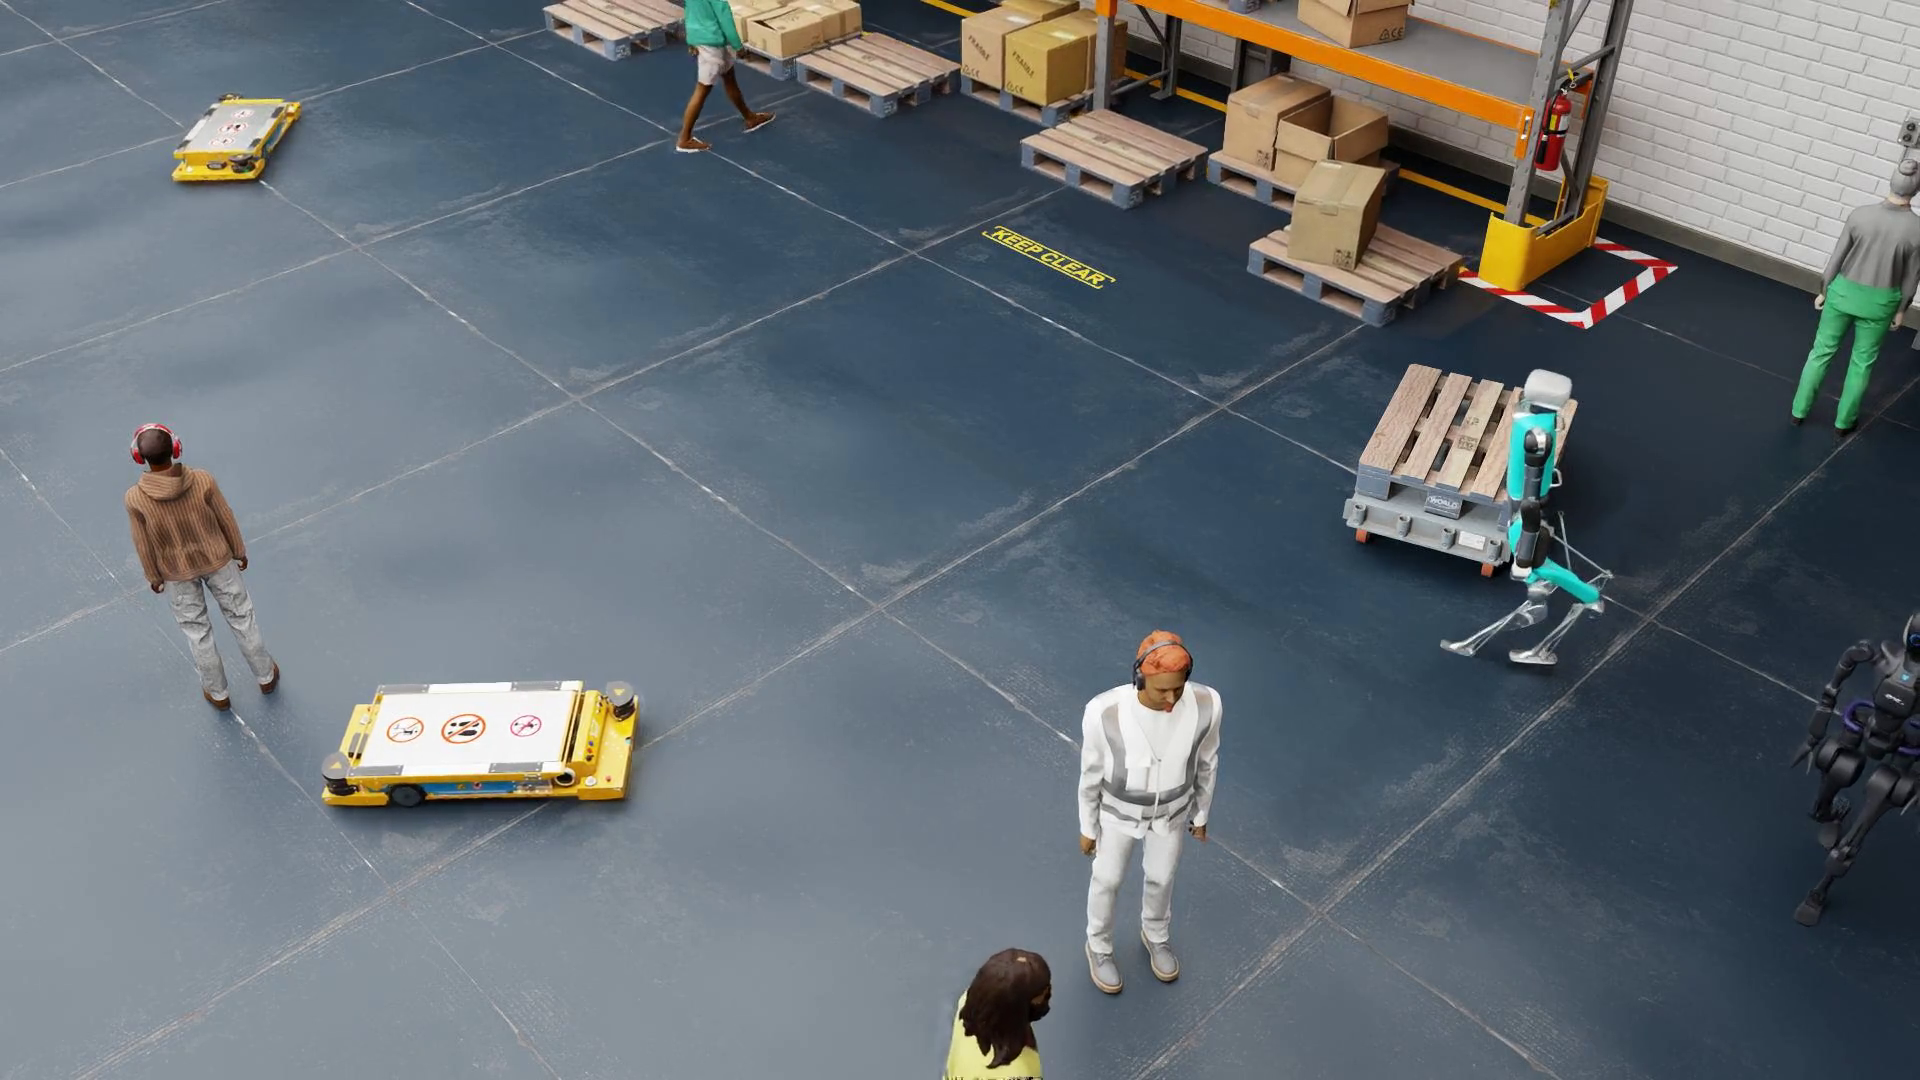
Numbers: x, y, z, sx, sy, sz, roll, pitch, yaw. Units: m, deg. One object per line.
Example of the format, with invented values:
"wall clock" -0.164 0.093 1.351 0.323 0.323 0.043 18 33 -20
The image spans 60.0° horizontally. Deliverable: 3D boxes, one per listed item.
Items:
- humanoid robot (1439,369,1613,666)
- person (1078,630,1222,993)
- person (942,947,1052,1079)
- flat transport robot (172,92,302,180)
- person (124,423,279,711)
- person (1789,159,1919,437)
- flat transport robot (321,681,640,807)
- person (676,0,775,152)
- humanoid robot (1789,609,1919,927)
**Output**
"humanoid robot" 2.983 -0.011 8.346 0.839 1.799 0.549 7 38 10
"person" 0.750 1.106 6.740 0.566 1.878 0.354 -5 37 -7
"person" 0.164 2.015 5.665 0.950 1.719 0.487 -2 37 -3
"flat transport robot" -6.097 -3.413 14.052 0.659 0.231 1.431 -1 37 -2
"person" -3.751 0.144 8.191 0.470 1.651 0.312 -20 42 -25
"person" 5.545 -1.489 10.201 0.522 1.839 0.326 22 42 26
"flat transport robot" -2.345 1.003 8.206 1.431 0.231 0.659 -1 37 -2
"person" -2.023 -4.142 13.748 0.989 1.798 0.501 -19 41 -23
"humanoid robot" 3.975 0.913 7.178 0.590 1.636 0.692 30 46 33
